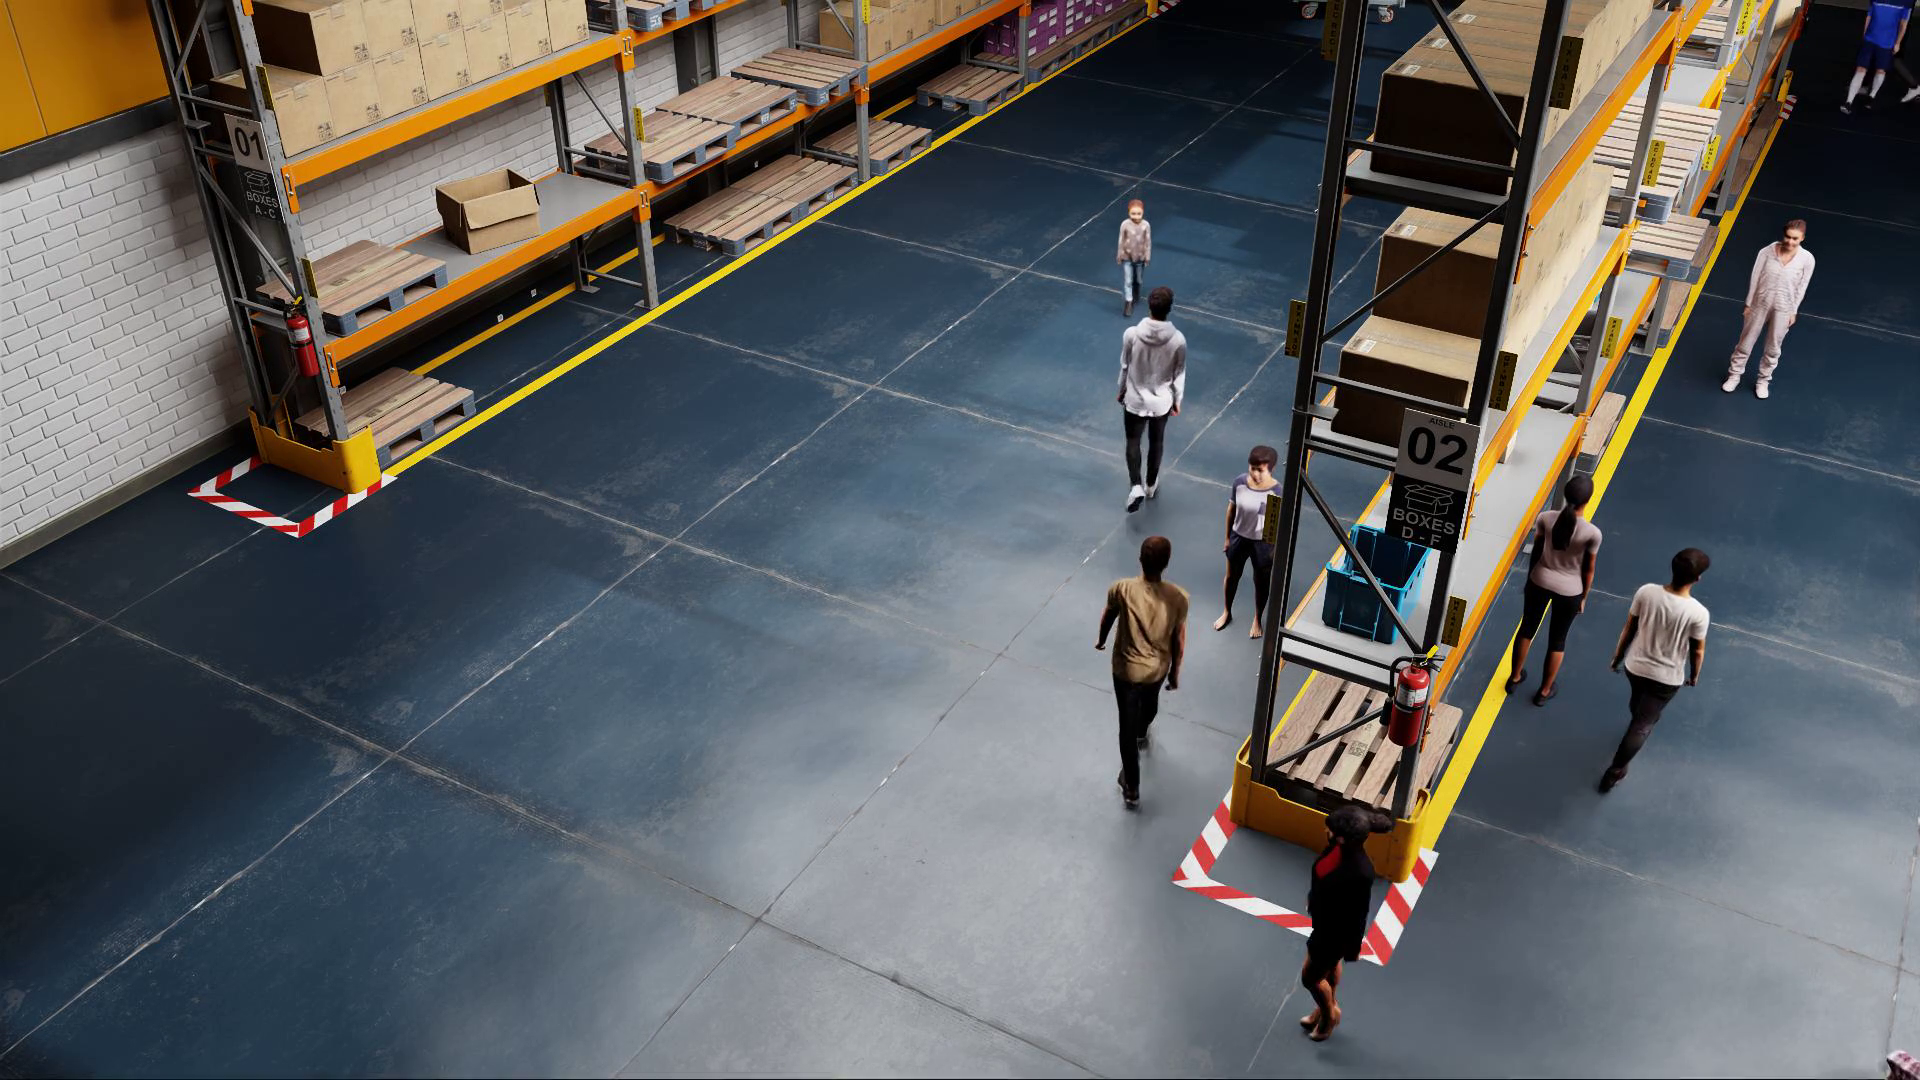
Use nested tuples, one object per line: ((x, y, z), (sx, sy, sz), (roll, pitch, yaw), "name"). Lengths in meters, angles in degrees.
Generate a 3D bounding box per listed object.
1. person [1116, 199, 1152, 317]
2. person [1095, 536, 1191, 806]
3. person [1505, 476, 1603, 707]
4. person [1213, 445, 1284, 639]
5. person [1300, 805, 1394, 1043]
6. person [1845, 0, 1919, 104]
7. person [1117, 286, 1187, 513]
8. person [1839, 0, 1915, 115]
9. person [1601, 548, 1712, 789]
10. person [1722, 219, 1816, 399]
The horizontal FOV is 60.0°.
((1.726, -2.847, 16.574), (0.636, 1.186, 0.756), (3, 34, 5), "person")
((1.142, 0.859, 10.436), (1.062, 1.808, 1.259), (-1, 34, -1), "person")
((4.025, 0.337, 11.280), (0.600, 1.745, 0.543), (21, 39, 28), "person")
((2.107, -0.019, 11.974), (0.571, 1.568, 0.535), (15, 36, 21), "person")
((2.054, 2.045, 8.810), (0.788, 1.633, 0.710), (-3, 34, -4), "person")
((12.311, -6.571, 21.689), (0.745, 1.726, 1.096), (19, 38, 27), "person")
((1.502, -1.083, 13.268), (0.947, 1.909, 1.142), (4, 34, 5), "person")
((11.854, -6.394, 21.370), (0.833, 1.785, 1.198), (25, 41, 32), "person")
((4.383, 0.849, 10.574), (1.157, 1.672, 0.841), (-29, 43, -36), "person")
((7.325, -2.110, 15.007), (0.644, 1.693, 0.583), (15, 36, 21), "person")
